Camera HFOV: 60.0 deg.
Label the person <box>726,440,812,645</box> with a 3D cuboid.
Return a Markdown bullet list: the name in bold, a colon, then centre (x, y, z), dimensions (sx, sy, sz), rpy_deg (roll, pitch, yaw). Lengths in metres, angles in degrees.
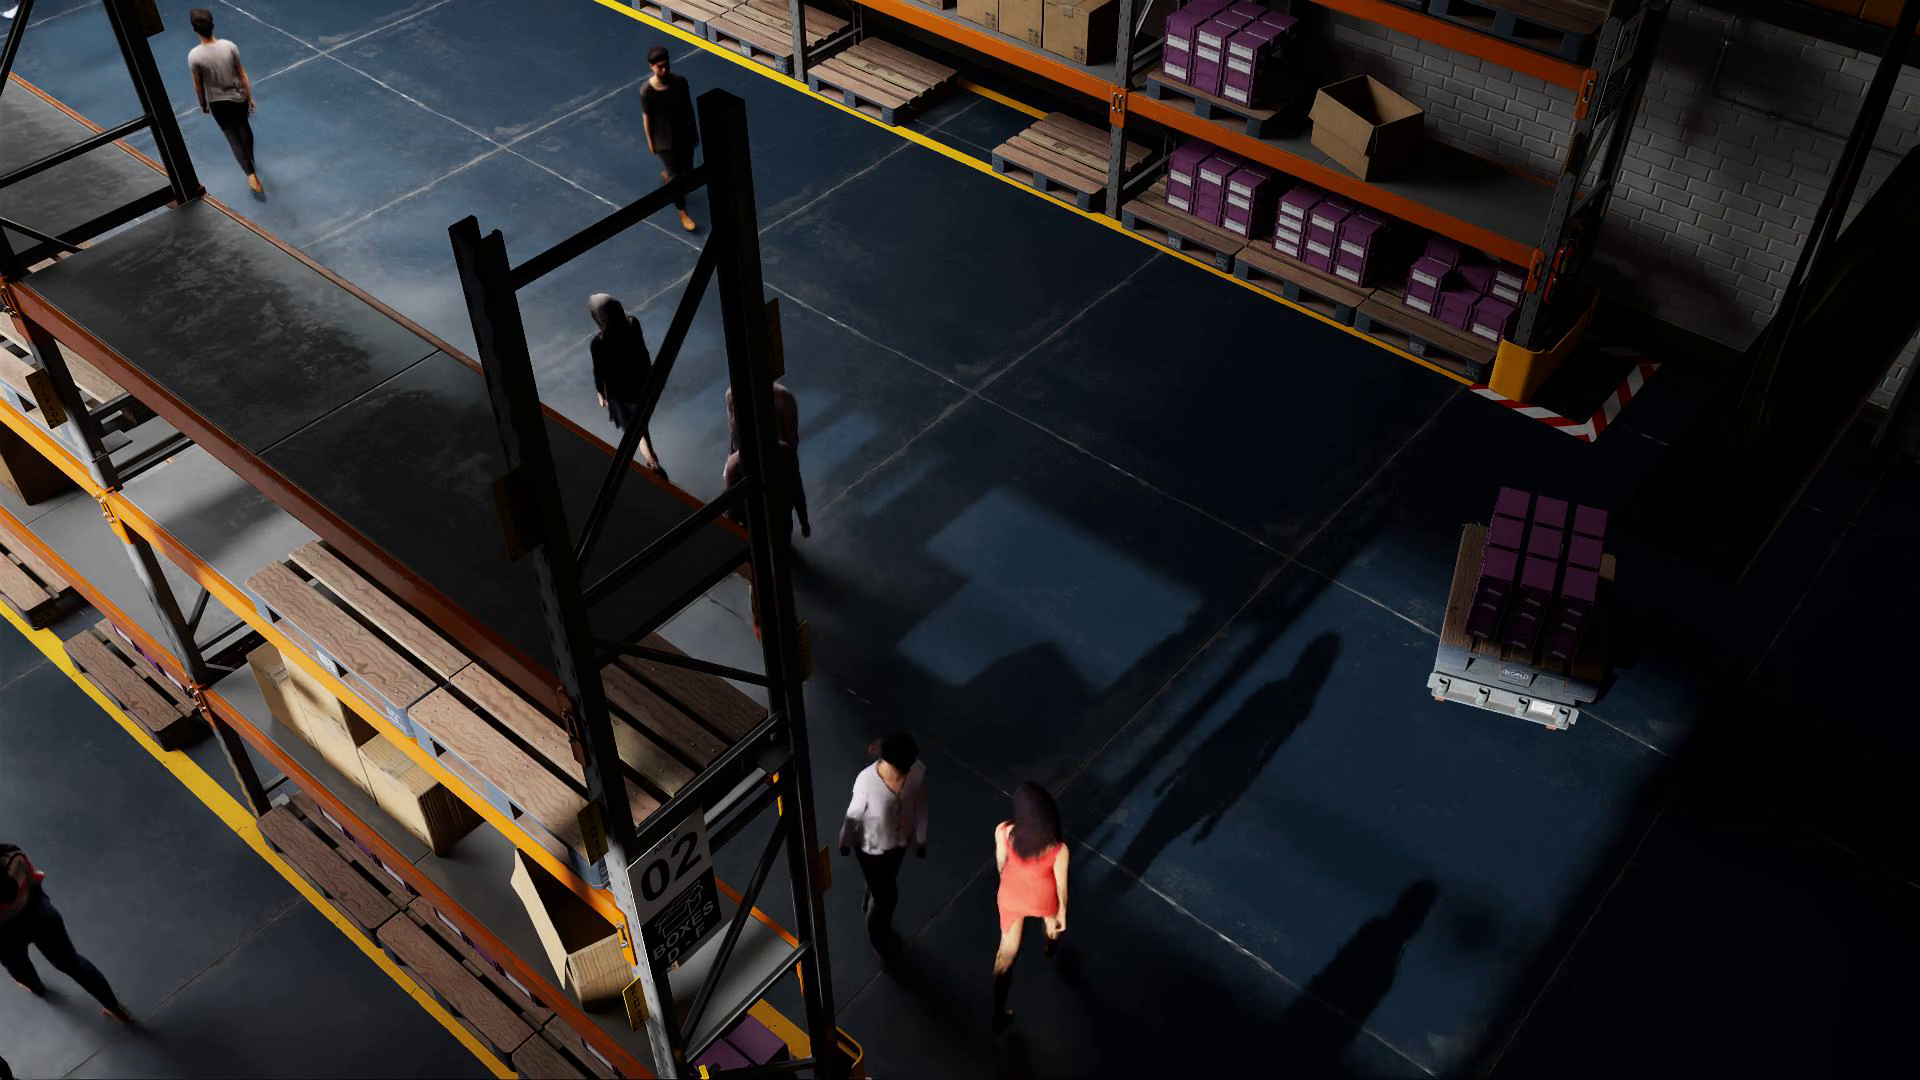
- **person**: centre (-1.320, -0.164, 11.090), dimensions (0.764, 1.859, 0.766), rpy_deg (-23, 48, -22)

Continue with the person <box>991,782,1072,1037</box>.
- **person**: centre (0.344, 1.992, 8.956), dimensions (1.118, 1.680, 0.972), rpy_deg (10, 45, 11)

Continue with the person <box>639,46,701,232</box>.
- **person**: centre (-2.594, -3.661, 14.879), dimensions (0.782, 1.696, 1.066), rpy_deg (-26, 49, -25)

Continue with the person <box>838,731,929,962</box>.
- **person**: centre (-0.462, 1.591, 9.327), dimensions (0.767, 1.748, 0.805), rpy_deg (-16, 46, -16)

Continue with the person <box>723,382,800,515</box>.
- **person**: centre (-1.342, -0.652, 11.689), dimensions (0.774, 1.738, 0.895), rpy_deg (10, 45, 10)

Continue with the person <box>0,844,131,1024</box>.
- **person**: centre (-4.960, 2.101, 8.917), dimensions (1.131, 1.576, 0.743), rpy_deg (21, 48, 21)

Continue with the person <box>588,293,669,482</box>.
- **person**: centre (-2.368, -1.045, 12.108), dimensions (0.641, 1.729, 0.689), rpy_deg (-32, 52, -29)

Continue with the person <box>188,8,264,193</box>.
- **person**: centre (-6.697, -3.992, 15.236), dimensions (0.828, 1.682, 1.186), rpy_deg (-24, 49, -23)
